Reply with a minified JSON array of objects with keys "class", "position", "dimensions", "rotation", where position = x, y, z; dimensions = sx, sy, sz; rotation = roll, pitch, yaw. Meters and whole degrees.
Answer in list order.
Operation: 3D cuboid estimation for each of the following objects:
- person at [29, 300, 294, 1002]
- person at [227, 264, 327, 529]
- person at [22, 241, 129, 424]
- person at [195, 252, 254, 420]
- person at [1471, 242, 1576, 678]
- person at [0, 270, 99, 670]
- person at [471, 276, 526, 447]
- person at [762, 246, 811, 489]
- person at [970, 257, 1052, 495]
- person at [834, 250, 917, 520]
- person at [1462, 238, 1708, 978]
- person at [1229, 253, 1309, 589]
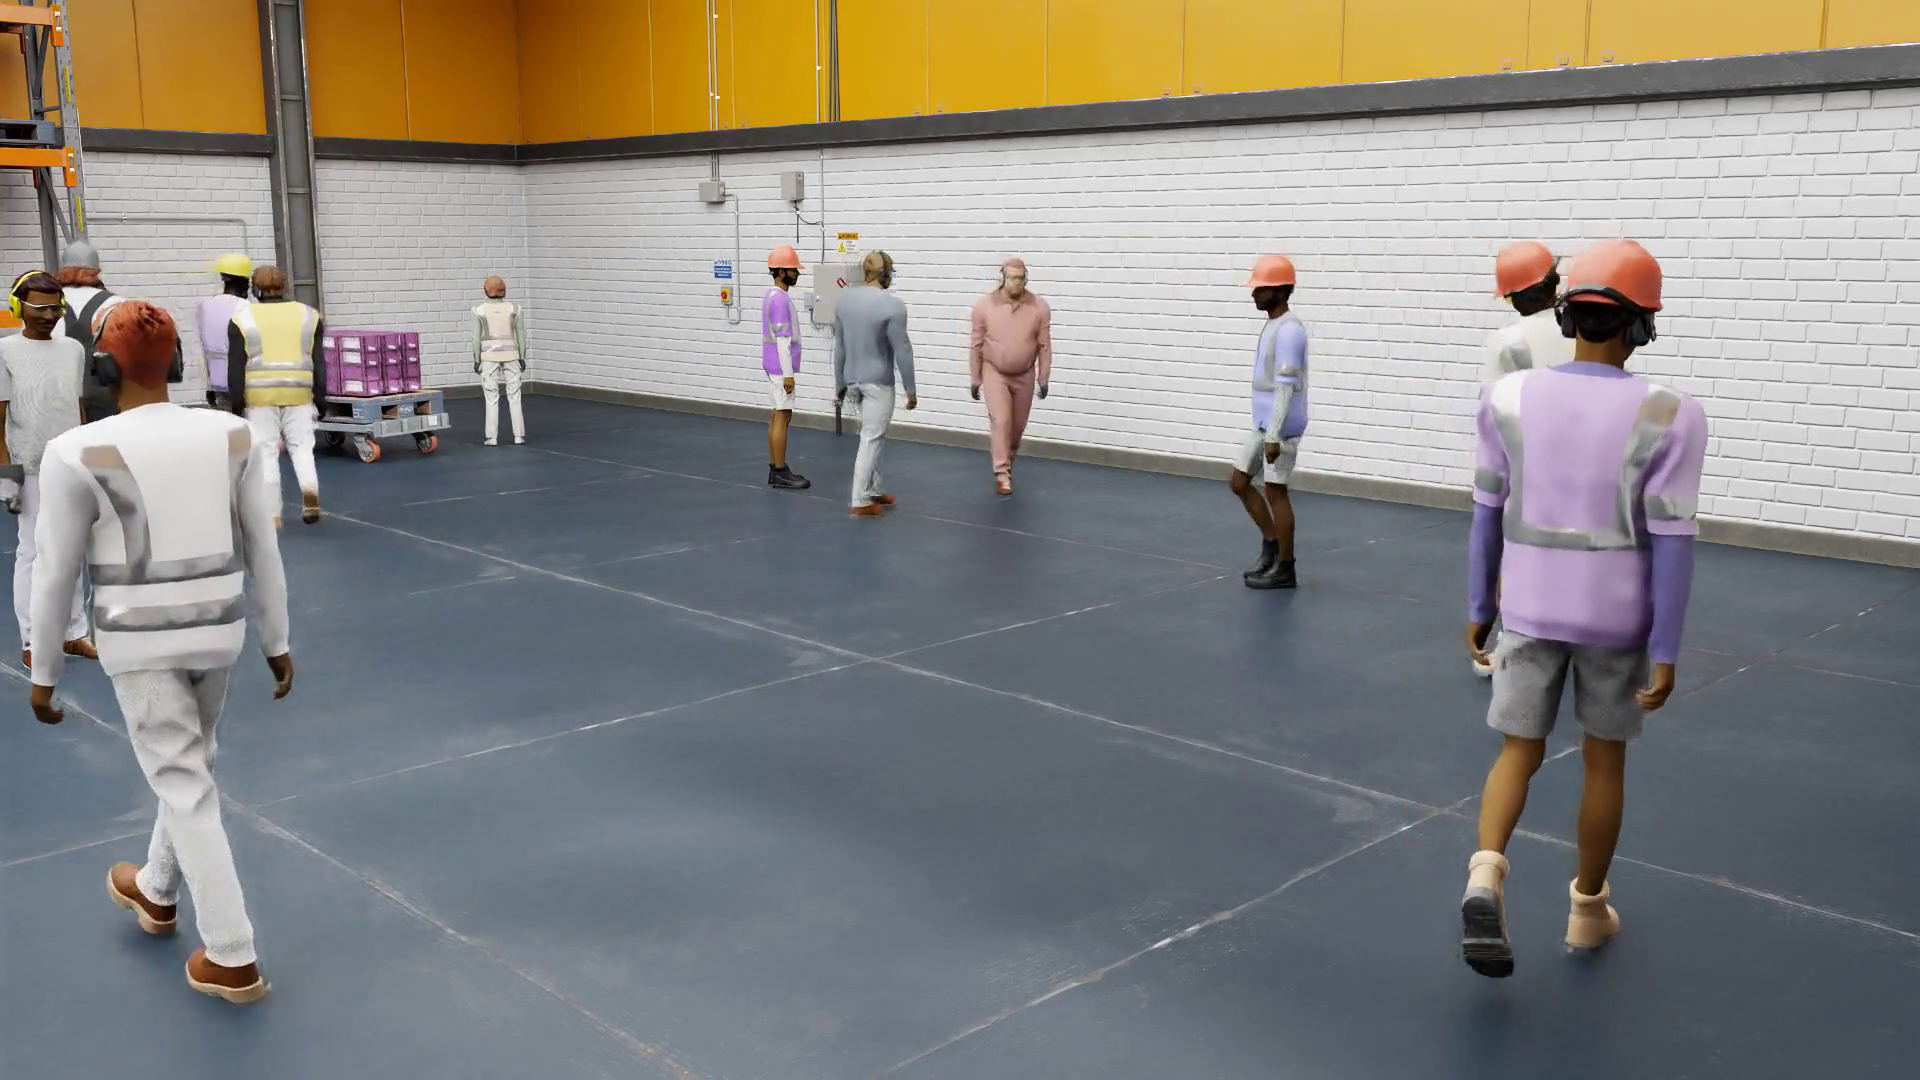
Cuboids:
[{"class":"person","position":[-2.216,0.286,4.503],"dimensions":[0.924,1.843,0.611],"rotation":[7,12,33]},{"class":"person","position":[-4.635,-0.958,11.341],"dimensions":[0.652,1.823,0.604],"rotation":[-7,13,-35]},{"class":"person","position":[-5.635,-0.966,10.812],"dimensions":[0.691,2.000,1.011],"rotation":[-3,11,-17]},{"class":"person","position":[-5.382,-1.169,12.286],"dimensions":[0.598,1.903,0.587],"rotation":[3,11,18]},{"class":"person","position":[2.643,-0.322,7.472],"dimensions":[0.657,1.994,0.399],"rotation":[1,10,4]},{"class":"person","position":[-4.246,-0.320,7.777],"dimensions":[0.328,1.865,0.521],"rotation":[5,11,25]},{"class":"person","position":[-4.419,-1.711,15.980],"dimensions":[0.511,1.638,0.307],"rotation":[-4,11,-22]},{"class":"person","position":[-1.405,-1.382,13.358],"dimensions":[0.354,1.939,0.545],"rotation":[-2,11,-13]},{"class":"person","position":[0.388,-1.330,13.315],"dimensions":[0.647,1.868,0.898],"rotation":[-2,11,-11]},{"class":"person","position":[-0.566,-1.116,11.978],"dimensions":[0.656,1.909,0.746],"rotation":[9,14,42]},{"class":"person","position":[1.625,0.210,4.471],"dimensions":[0.620,2.020,0.790],"rotation":[7,13,34]},{"class":"person","position":[1.764,-0.661,9.475],"dimensions":[0.436,1.917,0.566],"rotation":[0,10,-3]}]
